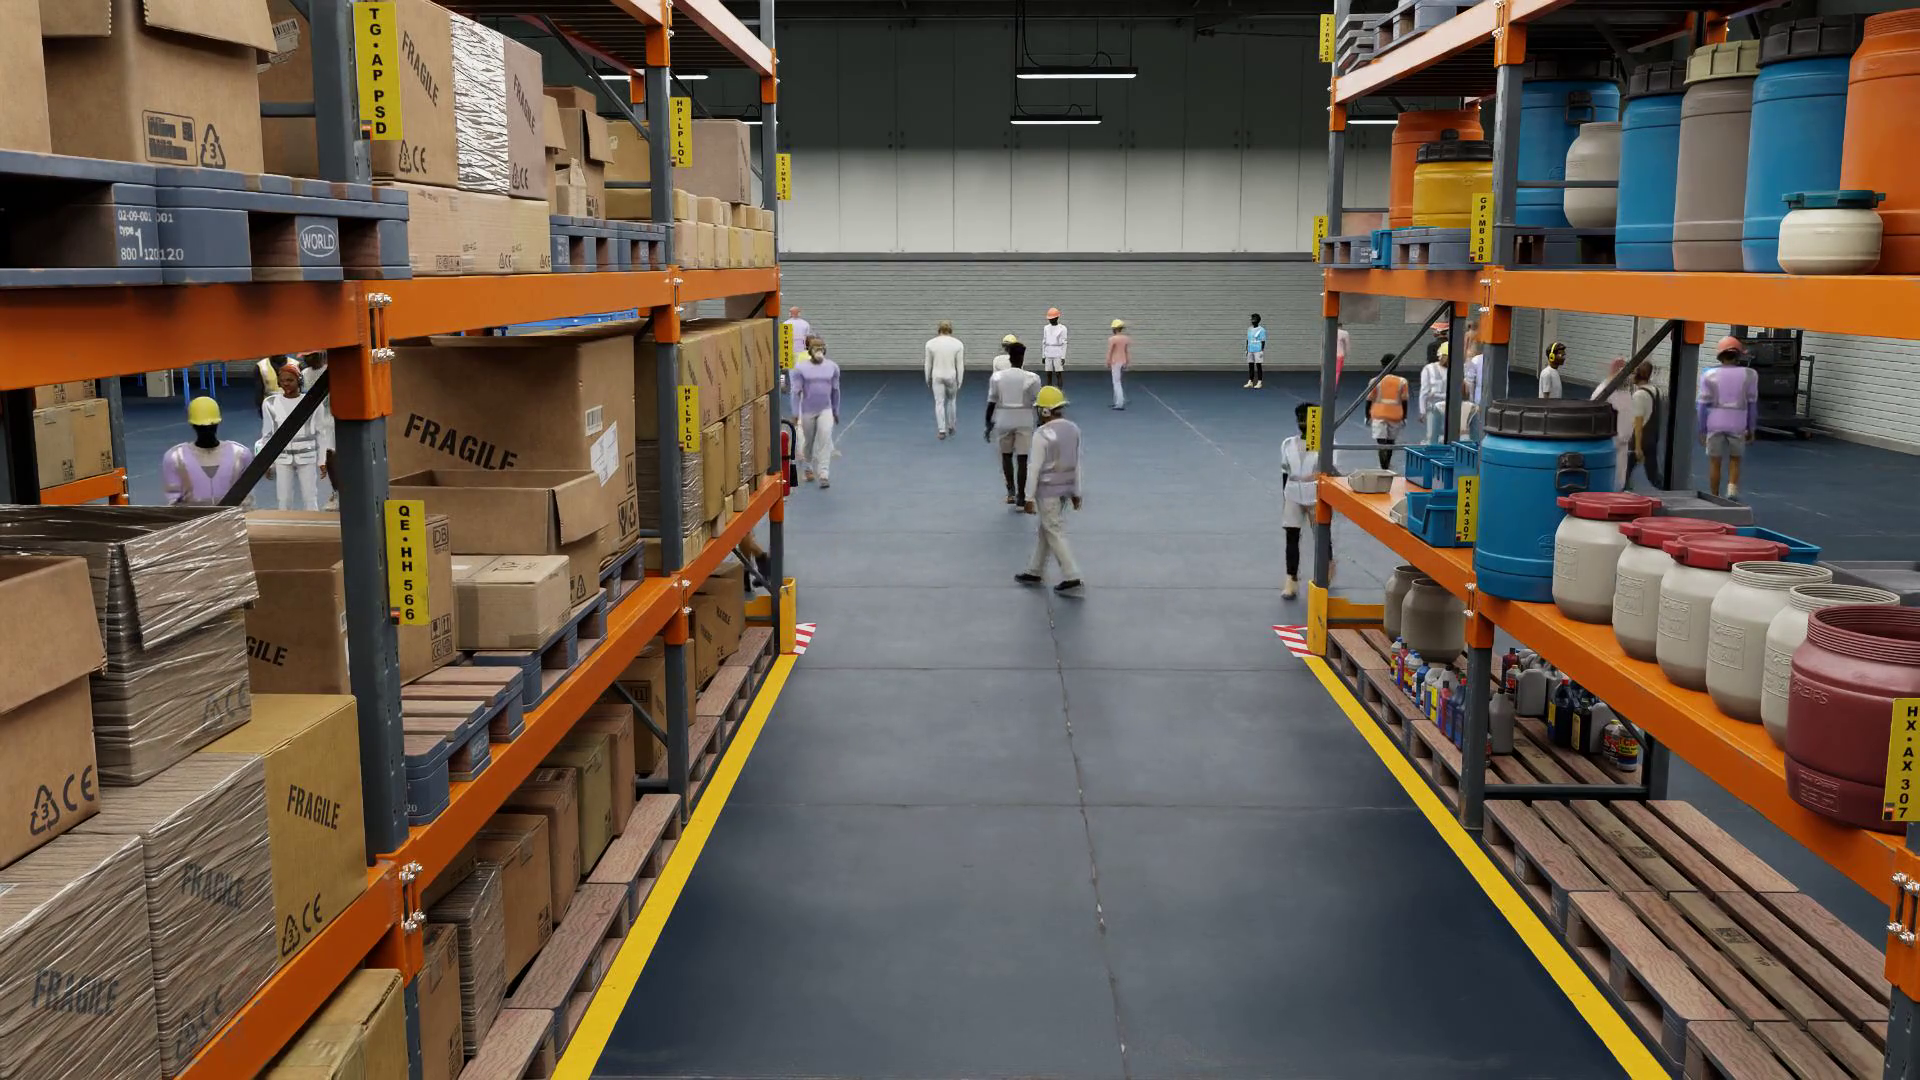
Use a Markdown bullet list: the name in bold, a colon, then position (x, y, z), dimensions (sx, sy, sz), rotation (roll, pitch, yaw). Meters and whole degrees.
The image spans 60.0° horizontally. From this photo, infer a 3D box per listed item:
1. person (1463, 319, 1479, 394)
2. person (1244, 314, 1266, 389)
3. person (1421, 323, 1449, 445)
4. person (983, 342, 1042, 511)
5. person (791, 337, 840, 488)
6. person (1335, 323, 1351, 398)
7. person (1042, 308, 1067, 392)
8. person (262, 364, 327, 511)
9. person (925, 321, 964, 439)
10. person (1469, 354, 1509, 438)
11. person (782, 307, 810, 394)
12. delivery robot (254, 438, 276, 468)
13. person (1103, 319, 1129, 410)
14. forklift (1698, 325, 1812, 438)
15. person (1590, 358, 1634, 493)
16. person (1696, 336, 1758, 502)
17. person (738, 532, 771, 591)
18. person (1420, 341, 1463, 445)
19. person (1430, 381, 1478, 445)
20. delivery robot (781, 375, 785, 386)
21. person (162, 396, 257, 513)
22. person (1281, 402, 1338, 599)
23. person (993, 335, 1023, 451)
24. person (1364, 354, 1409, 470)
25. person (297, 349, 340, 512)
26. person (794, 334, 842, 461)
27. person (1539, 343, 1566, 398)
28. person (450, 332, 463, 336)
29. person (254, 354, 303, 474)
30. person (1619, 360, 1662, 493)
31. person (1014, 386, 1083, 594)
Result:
- **person**: position (11.102, -3.975, 36.102), dimensions (0.527, 1.627, 0.579), rotation (-8, 12, -40)
- **person**: position (6.694, -4.288, 37.756), dimensions (0.315, 1.696, 0.540), rotation (-7, 12, -38)
- **person**: position (7.490, -2.473, 25.983), dimensions (0.622, 1.996, 0.369), rotation (-6, 11, -31)
- **person**: position (0.644, -1.323, 19.296), dimensions (0.759, 1.924, 0.614), rotation (2, 10, 13)
- **person**: position (-1.866, -1.663, 21.433), dimensions (0.645, 1.910, 0.971), rotation (-2, 10, -14)
- **person**: position (8.019, -3.895, 35.348), dimensions (0.529, 1.719, 0.920), rotation (6, 11, 30)
- **person**: position (1.905, -3.757, 33.891), dimensions (0.543, 1.928, 0.373), rotation (6, 11, 32)
- **person**: position (-6.404, -0.753, 16.033), dimensions (0.576, 1.881, 0.354), rotation (-2, 10, -11)
- **person**: position (-0.262, -2.649, 27.365), dimensions (0.636, 1.892, 0.991), rotation (-1, 9, -3)
- **person**: position (7.243, -1.905, 22.757), dimensions (0.542, 1.939, 0.366), rotation (8, 13, 41)
- **person**: position (-3.648, -4.140, 36.358), dimensions (0.689, 1.898, 0.568), rotation (-4, 10, -24)
- **delivery robot**: position (-9.434, -1.227, 22.685), dimensions (0.477, 0.478, 0.707), rotation (-4, 10, -21)
- **person**: position (3.004, -3.426, 32.468), dimensions (0.658, 1.746, 0.527), rotation (9, 13, 42)
- **forklift**: position (13.248, -3.165, 27.620), dimensions (1.129, 2.768, 1.873), rotation (0, 9, 1)
- **person**: position (6.774, -0.974, 17.400), dimensions (0.699, 1.875, 0.706), rotation (-8, 13, -41)
- **person**: position (8.679, -1.297, 18.852), dimensions (0.642, 2.025, 0.444), rotation (3, 10, 17)
- **person**: position (-1.866, -0.501, 14.380), dimensions (0.464, 1.928, 0.561), rotation (0, 9, 2)
- **person**: position (6.430, -1.751, 22.231), dimensions (0.604, 1.813, 0.415), rotation (0, 9, 0)
- **person**: position (5.316, -0.950, 17.983), dimensions (0.538, 1.619, 0.568), rotation (0, 9, -1)
- **delivery robot**: position (-4.167, -3.532, 36.492), dimensions (0.707, 0.478, 0.477), rotation (9, 13, 43)
- **person**: position (-5.283, -0.065, 11.804), dimensions (0.622, 1.920, 0.395), rotation (-5, 11, -28)
- **person**: position (3.022, -0.368, 14.349), dimensions (0.534, 1.670, 0.782), rotation (6, 11, 33)
- **person**: position (0.749, -2.232, 25.254), dimensions (0.522, 1.764, 0.318), rotation (6, 11, 30)
- **person**: position (5.552, -1.598, 21.745), dimensions (0.552, 1.648, 0.843), rotation (0, 9, 0)
- **person**: position (-7.309, -1.321, 19.034), dimensions (0.631, 2.011, 0.634), rotation (6, 11, 30)
- **person**: position (-2.045, -2.070, 24.105), dimensions (0.661, 1.815, 0.784), rotation (9, 13, 42)
- **person**: position (7.308, -1.502, 20.556), dimensions (0.312, 1.869, 0.537), rotation (5, 11, 28)
- **person**: position (-13.052, -5.428, 43.687), dimensions (0.793, 2.000, 0.534), rotation (3, 10, 15)
- **person**: position (-9.170, -1.795, 22.486), dimensions (0.640, 1.824, 0.464), rotation (-4, 10, -21)
- **person**: position (7.488, -1.057, 18.091), dimensions (0.517, 1.813, 0.911), rotation (-8, 12, -38)
- **person**: position (0.787, -0.445, 14.464), dimensions (0.846, 1.796, 0.610), rotation (7, 12, 38)
